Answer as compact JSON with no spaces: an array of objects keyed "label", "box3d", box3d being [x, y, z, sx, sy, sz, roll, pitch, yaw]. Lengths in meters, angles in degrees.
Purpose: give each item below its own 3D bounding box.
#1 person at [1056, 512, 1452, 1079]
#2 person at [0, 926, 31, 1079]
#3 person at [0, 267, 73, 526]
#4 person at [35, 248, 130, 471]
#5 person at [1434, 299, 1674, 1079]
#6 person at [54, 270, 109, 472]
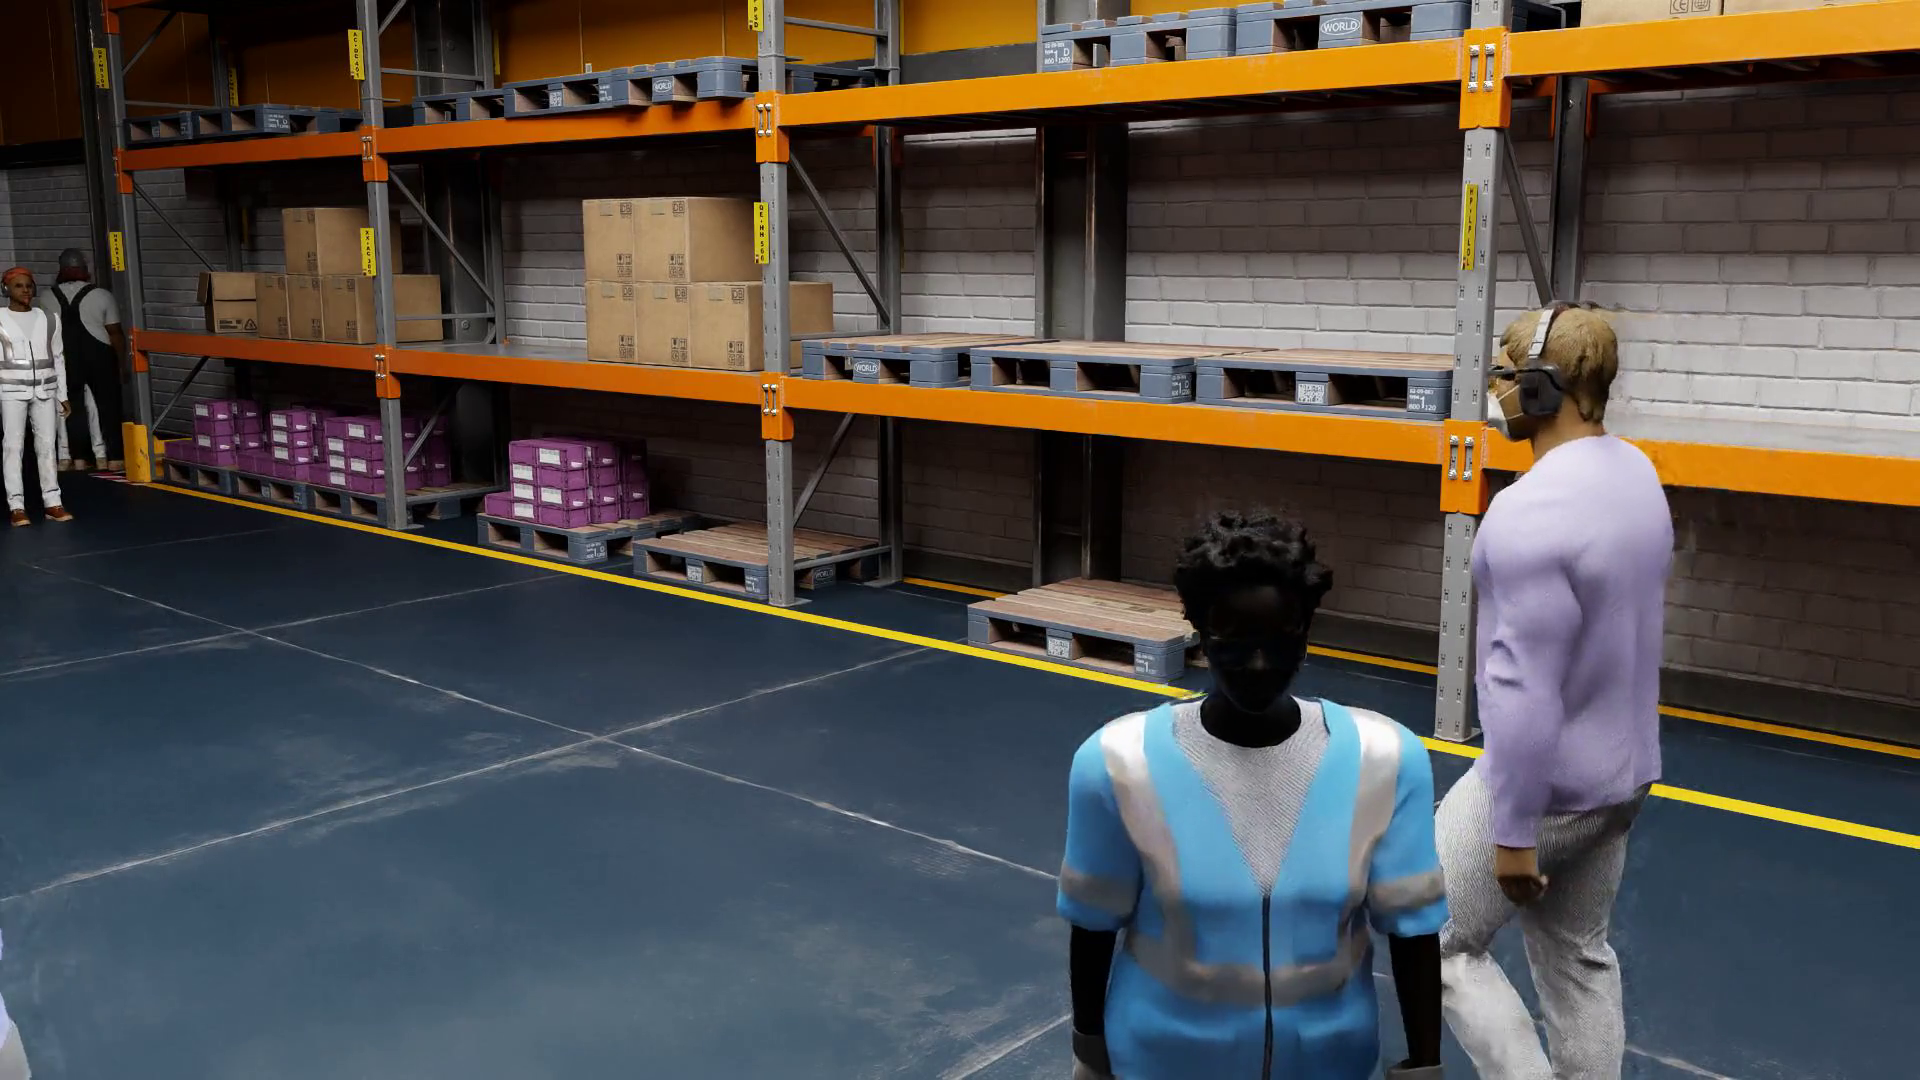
[{"label":"person","box3d":[0.421,0.789,2.358,0.548,1.652,0.837,-1,10,-3]},{"label":"person","box3d":[-0.972,0.842,1.348,0.590,1.914,0.572,3,10,18]},{"label":"person","box3d":[-6.843,-1.051,12.210,0.355,1.884,0.575,8,13,39]},{"label":"person","box3d":[-7.943,-1.649,15.170,0.744,2.000,0.535,-1,10,-7]},{"label":"person","box3d":[1.171,0.486,3.362,0.636,1.924,0.445,-9,14,-43]},{"label":"person","box3d":[-8.046,-1.545,15.142,0.626,1.846,0.429,-4,11,-23]}]
